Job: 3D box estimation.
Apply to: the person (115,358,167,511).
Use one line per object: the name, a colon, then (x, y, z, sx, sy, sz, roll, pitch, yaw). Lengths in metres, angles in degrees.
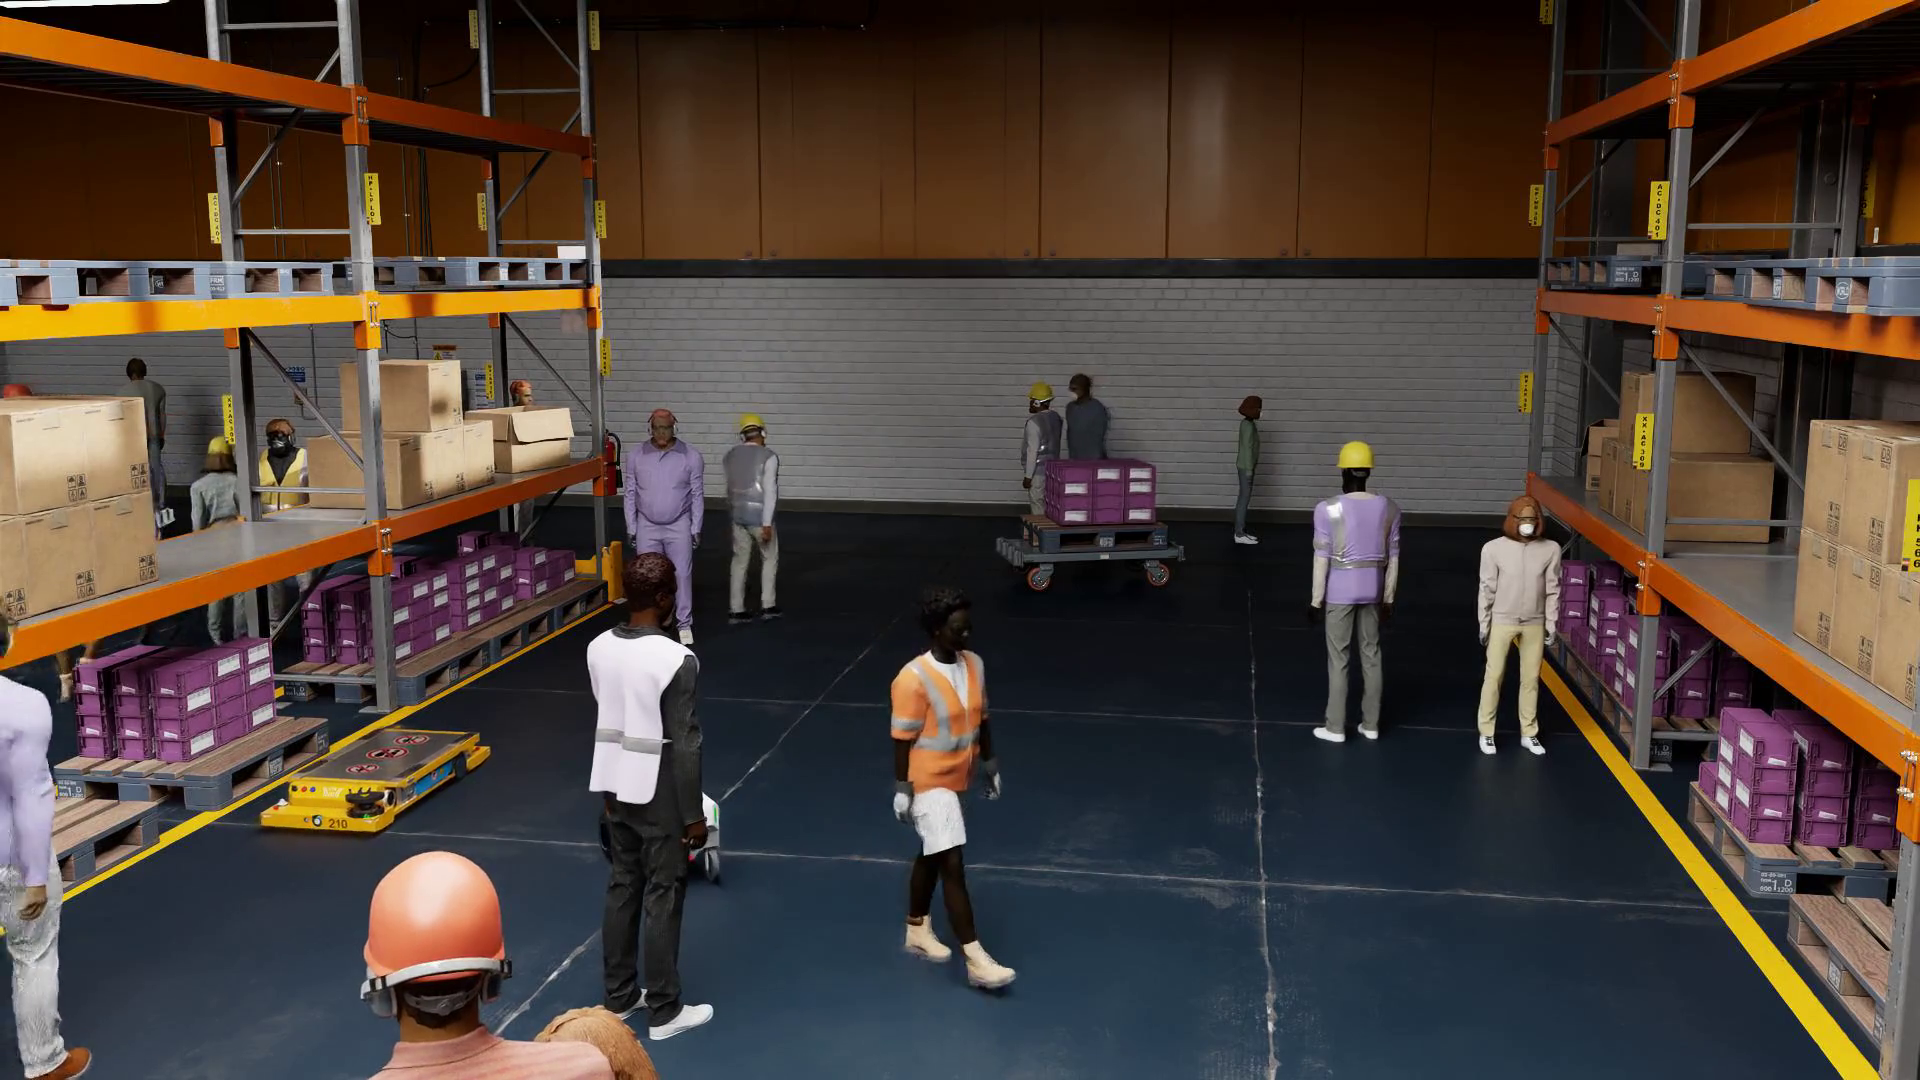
person: (-9.948, -1.242, 20.227, 0.372, 1.940, 0.630, 5, 10, 27)

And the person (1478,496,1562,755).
person: (3.446, 0.529, 10.274, 0.495, 1.626, 0.285, 0, 9, 1)

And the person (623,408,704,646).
person: (-2.360, -0.098, 13.267, 0.643, 1.909, 0.410, -1, 9, -4)

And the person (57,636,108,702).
person: (-6.159, 0.116, 11.580, 0.633, 2.022, 0.461, 2, 9, 14)

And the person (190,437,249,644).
person: (-5.744, 0.044, 13.030, 0.480, 1.691, 0.869, -4, 10, -25)

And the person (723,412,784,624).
person: (-1.778, -0.189, 14.180, 0.611, 1.785, 0.668, 5, 10, 28)

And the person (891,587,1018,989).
person: (0.027, 1.032, 6.995, 0.769, 1.663, 0.553, 6, 11, 35)

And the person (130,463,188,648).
person: (-6.349, -0.035, 12.902, 0.596, 1.904, 0.624, 6, 11, 31)

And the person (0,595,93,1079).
person: (-3.425, 1.117, 5.739, 0.627, 1.920, 0.809, 1, 9, 7)

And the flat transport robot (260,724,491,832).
flat transport robot: (-3.291, 1.331, 9.483, 0.652, 0.197, 1.431, 1, 9, 9)

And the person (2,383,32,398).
person: (-8.683, -0.468, 15.400, 0.607, 1.944, 1.028, 5, 10, 29)

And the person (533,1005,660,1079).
person: (-0.692, 1.672, 3.185, 0.279, 1.634, 0.499, -9, 13, -43)

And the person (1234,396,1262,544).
person: (3.168, -0.771, 18.278, 0.271, 1.629, 0.496, 1, 9, 7)

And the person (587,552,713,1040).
person: (-1.233, 0.998, 6.517, 0.582, 1.911, 0.391, 8, 12, 42)

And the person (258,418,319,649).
person: (-5.312, -0.046, 13.144, 0.625, 1.843, 0.430, -1, 9, -7)

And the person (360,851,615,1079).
person: (-0.889, 1.527, 2.971, 0.612, 1.995, 0.392, -6, 11, -31)

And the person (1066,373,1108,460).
person: (1.305, -0.795, 17.499, 0.463, 1.918, 0.633, -9, 13, -43)

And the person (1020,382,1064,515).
person: (0.839, -0.744, 17.467, 0.404, 1.837, 0.590, 6, 11, 31)

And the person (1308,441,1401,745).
person: (2.481, 0.334, 10.539, 0.593, 1.923, 0.384, -2, 9, -14)

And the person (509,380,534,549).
person: (-4.497, -0.691, 17.022, 0.346, 1.878, 0.578, 3, 10, 18)

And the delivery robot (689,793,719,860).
delivery robot: (-1.469, 1.335, 8.294, 0.477, 0.478, 0.707, -5, 10, -29)
